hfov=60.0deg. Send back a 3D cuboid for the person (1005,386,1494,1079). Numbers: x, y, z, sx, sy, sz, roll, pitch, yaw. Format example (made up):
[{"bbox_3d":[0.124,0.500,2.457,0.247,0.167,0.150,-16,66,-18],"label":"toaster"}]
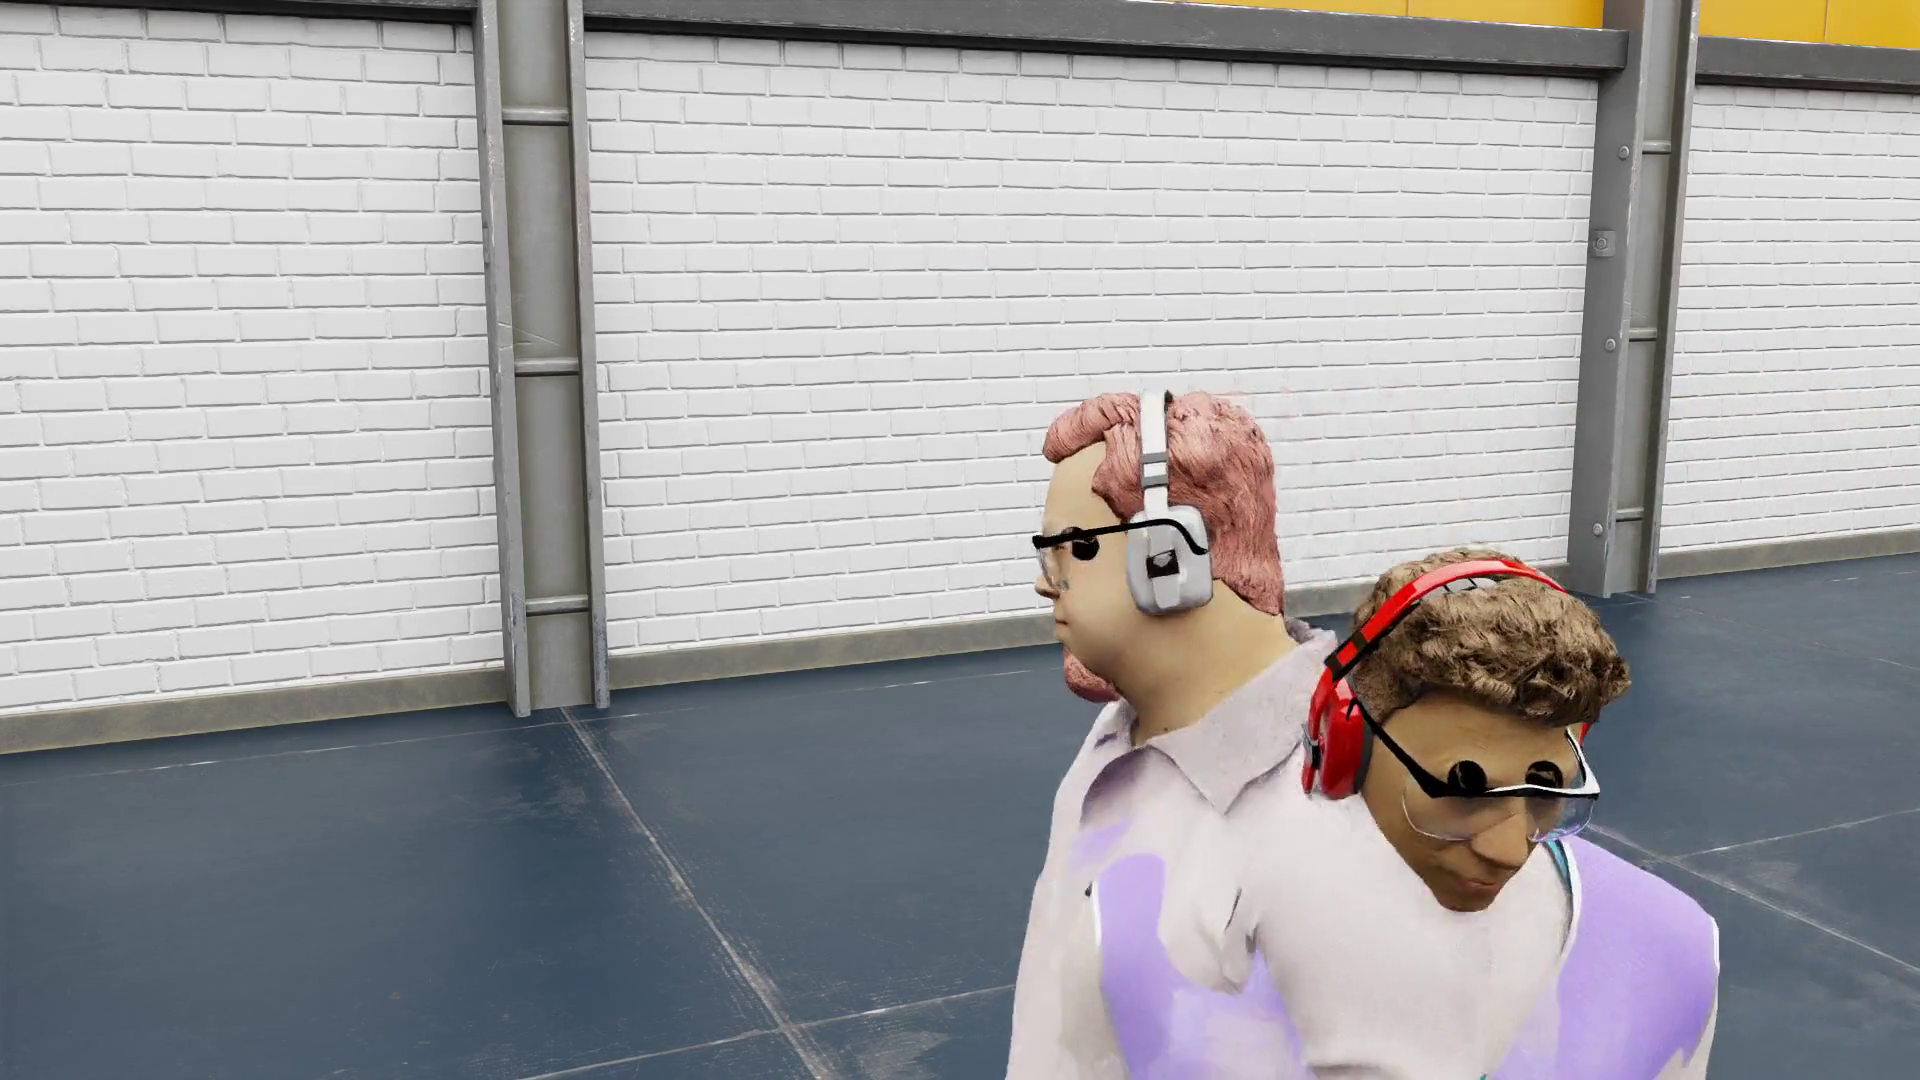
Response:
[{"bbox_3d":[0.143,0.805,1.627,0.732,1.885,0.666,-2,10,-10],"label":"person"}]

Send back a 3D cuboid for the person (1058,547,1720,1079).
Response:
[{"bbox_3d":[0.341,0.870,1.534,0.622,1.781,0.975,-1,10,-4],"label":"person"}]
